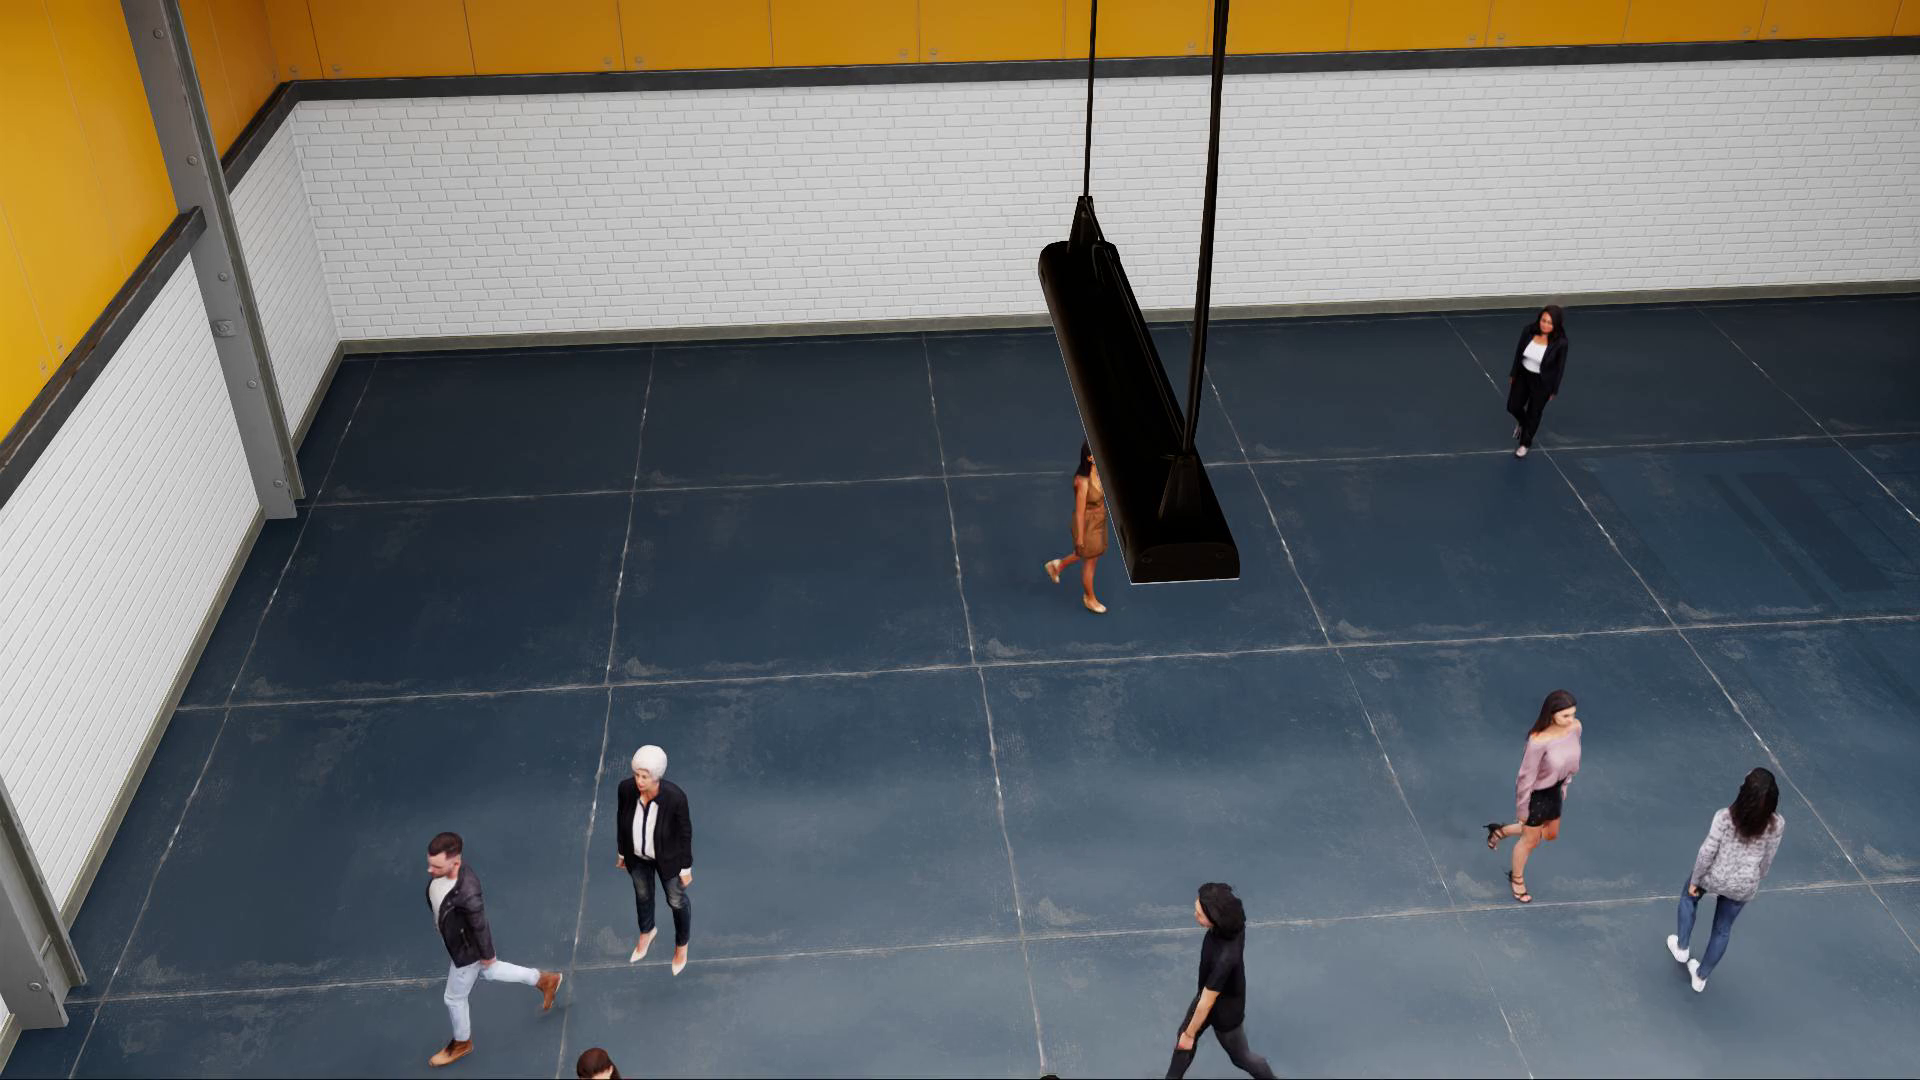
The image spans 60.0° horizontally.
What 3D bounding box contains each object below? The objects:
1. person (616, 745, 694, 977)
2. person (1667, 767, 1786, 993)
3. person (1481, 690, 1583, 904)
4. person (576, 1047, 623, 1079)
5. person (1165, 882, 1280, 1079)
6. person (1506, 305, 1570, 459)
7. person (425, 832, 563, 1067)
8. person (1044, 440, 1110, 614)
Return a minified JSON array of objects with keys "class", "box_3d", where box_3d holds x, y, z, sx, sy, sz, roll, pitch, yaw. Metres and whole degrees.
[{"class":"person","box_3d":[-1.902,1.940,10.182,0.832,1.781,0.737,11,35,16]},{"class":"person","box_3d":[4.818,2.184,10.413,0.723,1.715,0.760,6,34,10]},{"class":"person","box_3d":[3.802,1.662,11.126,0.814,1.797,0.912,-18,38,-25]},{"class":"person","box_3d":[-1.874,3.237,8.993,0.669,1.534,0.949,-10,35,-14]},{"class":"person","box_3d":[1.602,2.688,9.587,0.849,1.791,1.153,2,34,3]},{"class":"person","box_3d":[5.625,-1.589,16.188,0.846,1.606,0.906,23,40,30]},{"class":"person","box_3d":[-2.890,2.389,10.029,1.043,1.799,1.174,-17,37,-23]},{"class":"person","box_3d":[1.017,-0.139,13.944,0.885,1.676,0.877,17,37,24]}]
